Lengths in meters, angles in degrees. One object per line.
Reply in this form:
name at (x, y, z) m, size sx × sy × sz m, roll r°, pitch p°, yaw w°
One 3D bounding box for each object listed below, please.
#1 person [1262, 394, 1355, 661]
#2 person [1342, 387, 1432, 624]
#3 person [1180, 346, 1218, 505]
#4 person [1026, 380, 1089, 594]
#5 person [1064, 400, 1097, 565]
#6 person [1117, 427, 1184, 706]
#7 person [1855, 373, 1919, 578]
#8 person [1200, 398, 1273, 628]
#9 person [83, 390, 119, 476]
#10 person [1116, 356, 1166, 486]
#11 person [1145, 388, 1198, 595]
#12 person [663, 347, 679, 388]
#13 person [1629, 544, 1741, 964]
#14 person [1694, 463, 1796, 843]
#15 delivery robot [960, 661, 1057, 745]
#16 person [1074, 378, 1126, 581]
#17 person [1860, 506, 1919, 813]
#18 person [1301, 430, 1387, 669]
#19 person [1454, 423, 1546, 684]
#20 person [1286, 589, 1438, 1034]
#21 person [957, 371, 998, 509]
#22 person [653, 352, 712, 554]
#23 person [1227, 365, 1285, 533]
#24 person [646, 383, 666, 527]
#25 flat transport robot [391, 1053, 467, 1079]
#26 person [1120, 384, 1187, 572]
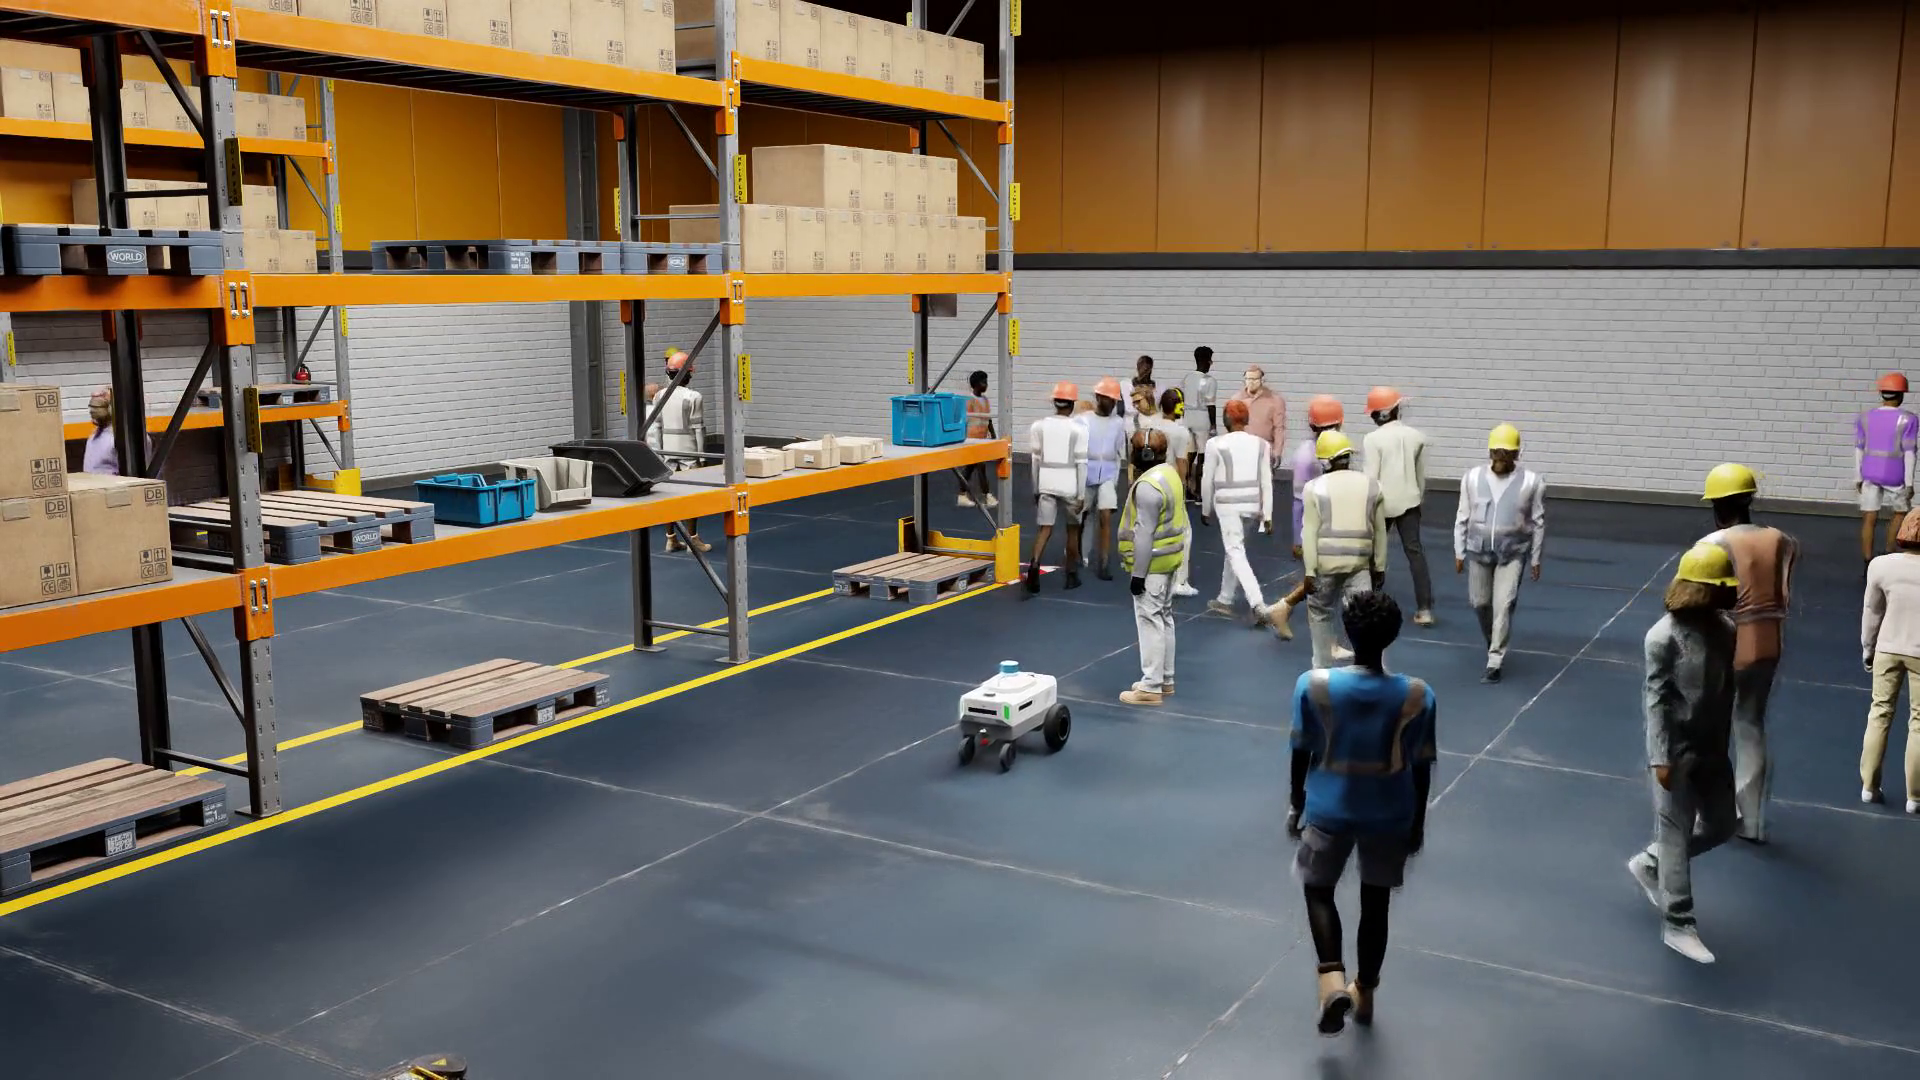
person at (2.564, -0.101, 12.238) m, size 0.715 × 1.986 × 0.671 m, roll 8°, pitch 12°, yaw 40°
person at (3.557, -0.290, 13.617) m, size 0.660 × 1.925 × 1.049 m, roll -3°, pitch 10°, yaw -19°
person at (2.953, -1.413, 20.511) m, size 0.374 × 1.959 × 0.608 m, roll -5°, pitch 10°, yaw -30°
person at (0.855, -0.461, 14.733) m, size 0.551 × 1.908 × 0.852 m, roll 4°, pitch 10°, yaw 22°
person at (1.201, -0.576, 16.342) m, size 0.522 × 1.601 × 0.757 m, roll 0°, pitch 9°, yaw 1°
person at (1.258, 0.171, 11.017) m, size 0.431 × 1.836 × 0.618 m, roll 3°, pitch 10°, yaw 19°
person at (8.667, -0.598, 15.524) m, size 0.607 × 1.917 × 0.578 m, roll -7°, pitch 12°, yaw -38°
person at (2.300, -0.229, 13.528) m, size 0.554 × 1.839 × 1.004 m, roll -4°, pitch 10°, yaw -23°
person at (-6.942, -0.311, 13.814) m, size 0.642 × 1.897 × 0.630 m, roll 7°, pitch 12°, yaw 38°
person at (2.142, -1.202, 19.448) m, size 0.605 × 1.868 × 0.960 m, roll -1°, pitch 9°, yaw -7°
person at (1.830, -0.403, 14.556) m, size 0.522 × 1.846 × 0.649 m, roll 7°, pitch 12°, yaw 39°
person at (-4.186, -1.938, 24.375) m, size 0.319 × 1.767 × 0.534 m, roll 2°, pitch 9°, yaw 12°
person at (3.053, 0.864, 7.002) m, size 0.509 × 1.733 × 0.547 m, roll -4°, pitch 10°, yaw -23°
person at (3.891, 0.567, 8.354) m, size 0.595 × 1.895 × 0.500 m, roll -2°, pitch 9°, yaw -13°
delivery robot at (0.289, 0.956, 9.786) m, size 0.477 × 0.478 × 0.707 m, roll 5°, pitch 10°, yaw 28°
person at (1.270, -0.606, 15.731) m, size 0.574 × 1.885 × 1.007 m, roll -1°, pitch 9°, yaw -9°
person at (5.033, 0.625, 8.812) m, size 0.277 × 1.628 × 0.500 m, roll -7°, pitch 11°, yaw -36°
person at (2.611, 0.170, 11.179) m, size 0.624 × 1.794 × 0.717 m, roll -1°, pitch 9°, yaw -7°
person at (3.811, 0.065, 11.735) m, size 0.604 × 1.814 × 0.759 m, roll 5°, pitch 11°, yaw 30°
person at (1.482, 1.020, 6.148) m, size 0.545 × 1.682 × 0.548 m, roll 1°, pitch 9°, yaw 7°
person at (0.281, -1.203, 20.073) m, size 0.809 × 1.657 × 0.552 m, roll 5°, pitch 10°, yaw 27°
person at (-2.811, -0.875, 16.861) m, size 0.607 × 2.048 × 0.366 m, roll 5°, pitch 10°, yaw 26°
person at (3.186, -0.953, 17.956) m, size 0.638 × 1.860 × 0.999 m, roll 3°, pitch 10°, yaw 18°
person at (-3.420, -0.970, 18.816) m, size 0.513 × 1.614 × 0.642 m, roll 2°, pitch 9°, yaw 12°
flat transport robot at (-1.925, 1.927, 4.901) m, size 0.652 × 0.197 × 1.431 m, roll 7°, pitch 11°, yaw 36°
person at (1.891, -0.576, 15.777) m, size 0.660 × 1.809 × 0.347 m, roll 2°, pitch 9°, yaw 10°
